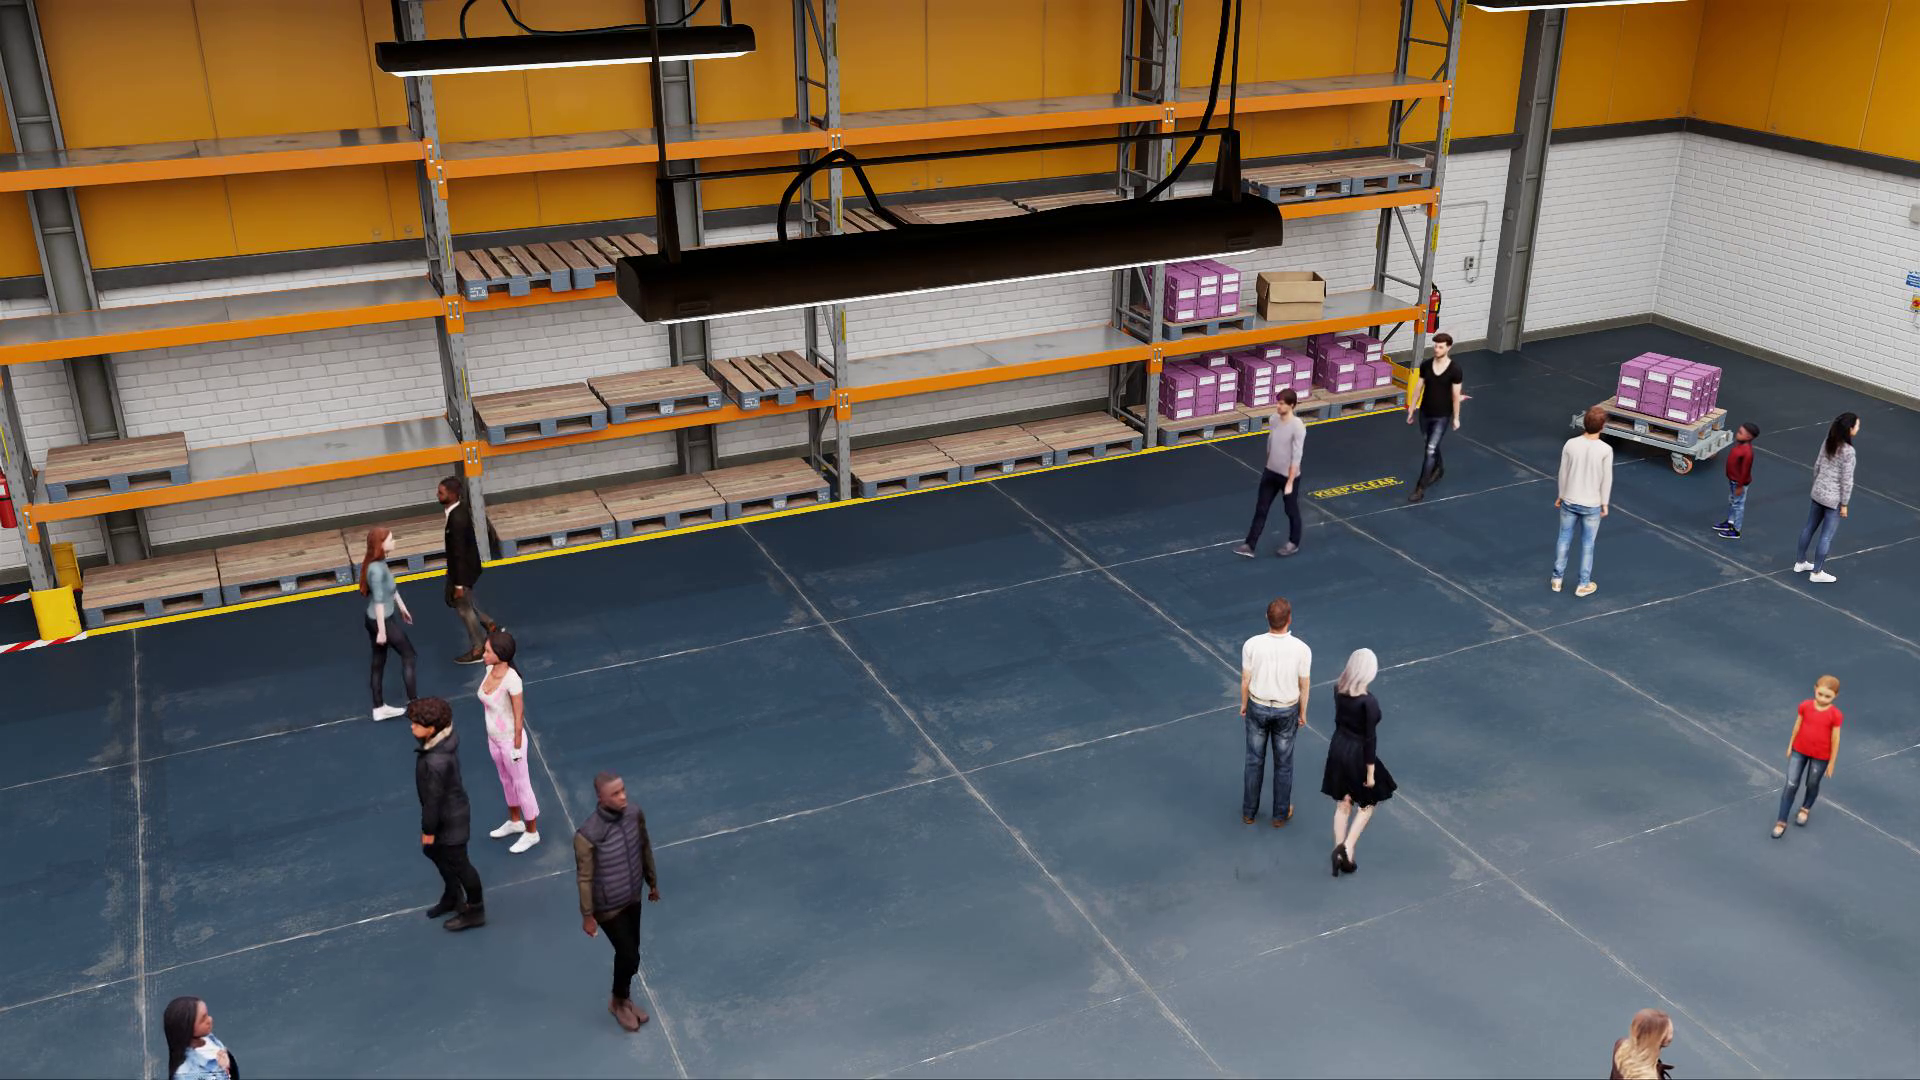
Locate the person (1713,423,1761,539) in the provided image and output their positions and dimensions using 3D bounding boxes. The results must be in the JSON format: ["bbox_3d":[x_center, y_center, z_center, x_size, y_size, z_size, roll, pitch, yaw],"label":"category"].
[{"bbox_3d":[8.255,-0.644,17.595,0.621,1.254,0.579,4,24,10],"label":"person"}]

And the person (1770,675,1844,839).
[{"bbox_3d":[6.399,1.582,12.457,0.695,1.291,0.856,19,30,37],"label":"person"}]

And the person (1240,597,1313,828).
[{"bbox_3d":[2.331,1.286,12.429,0.731,1.856,0.811,6,24,14],"label":"person"}]

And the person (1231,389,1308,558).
[{"bbox_3d":[3.369,-0.677,16.976,1.090,1.810,0.799,-15,28,-31],"label":"person"}]

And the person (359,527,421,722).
[{"bbox_3d":[-4.899,0.722,13.884,0.754,1.724,0.574,-10,25,-21],"label":"person"}]

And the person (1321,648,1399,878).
[{"bbox_3d":[2.724,1.613,11.843,0.680,1.726,0.670,-10,25,-21],"label":"person"}]

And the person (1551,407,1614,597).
[{"bbox_3d":[6.051,-0.376,16.170,0.754,1.905,0.759,16,28,32],"label":"person"}]

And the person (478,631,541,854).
[{"bbox_3d":[-3.308,1.458,12.179,0.614,1.741,0.628,-21,31,-39],"label":"person"}]

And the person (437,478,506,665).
[{"bbox_3d":[-4.347,0.269,14.840,0.754,1.788,0.728,-7,25,-16],"label":"person"}]

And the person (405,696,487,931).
[{"bbox_3d":[-3.390,1.845,11.268,0.625,1.762,0.645,-9,25,-19],"label":"person"}]

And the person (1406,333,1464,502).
[{"bbox_3d":[5.351,-1.409,18.599,1.044,1.852,1.330,20,30,37],"label":"person"}]

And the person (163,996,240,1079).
[{"bbox_3d":[-3.946,3.067,8.580,1.183,1.674,0.680,-8,25,-18],"label":"person"}]

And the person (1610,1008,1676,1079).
[{"bbox_3d":[3.390,3.093,8.486,0.651,1.703,0.673,0,24,0],"label":"person"}]

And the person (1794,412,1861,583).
[{"bbox_3d":[8.647,-0.447,16.548,0.609,1.731,0.670,-4,24,-9],"label":"person"}]

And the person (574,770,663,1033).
[{"bbox_3d":[-2.190,2.213,10.343,0.906,1.828,0.807,14,27,29],"label":"person"}]
